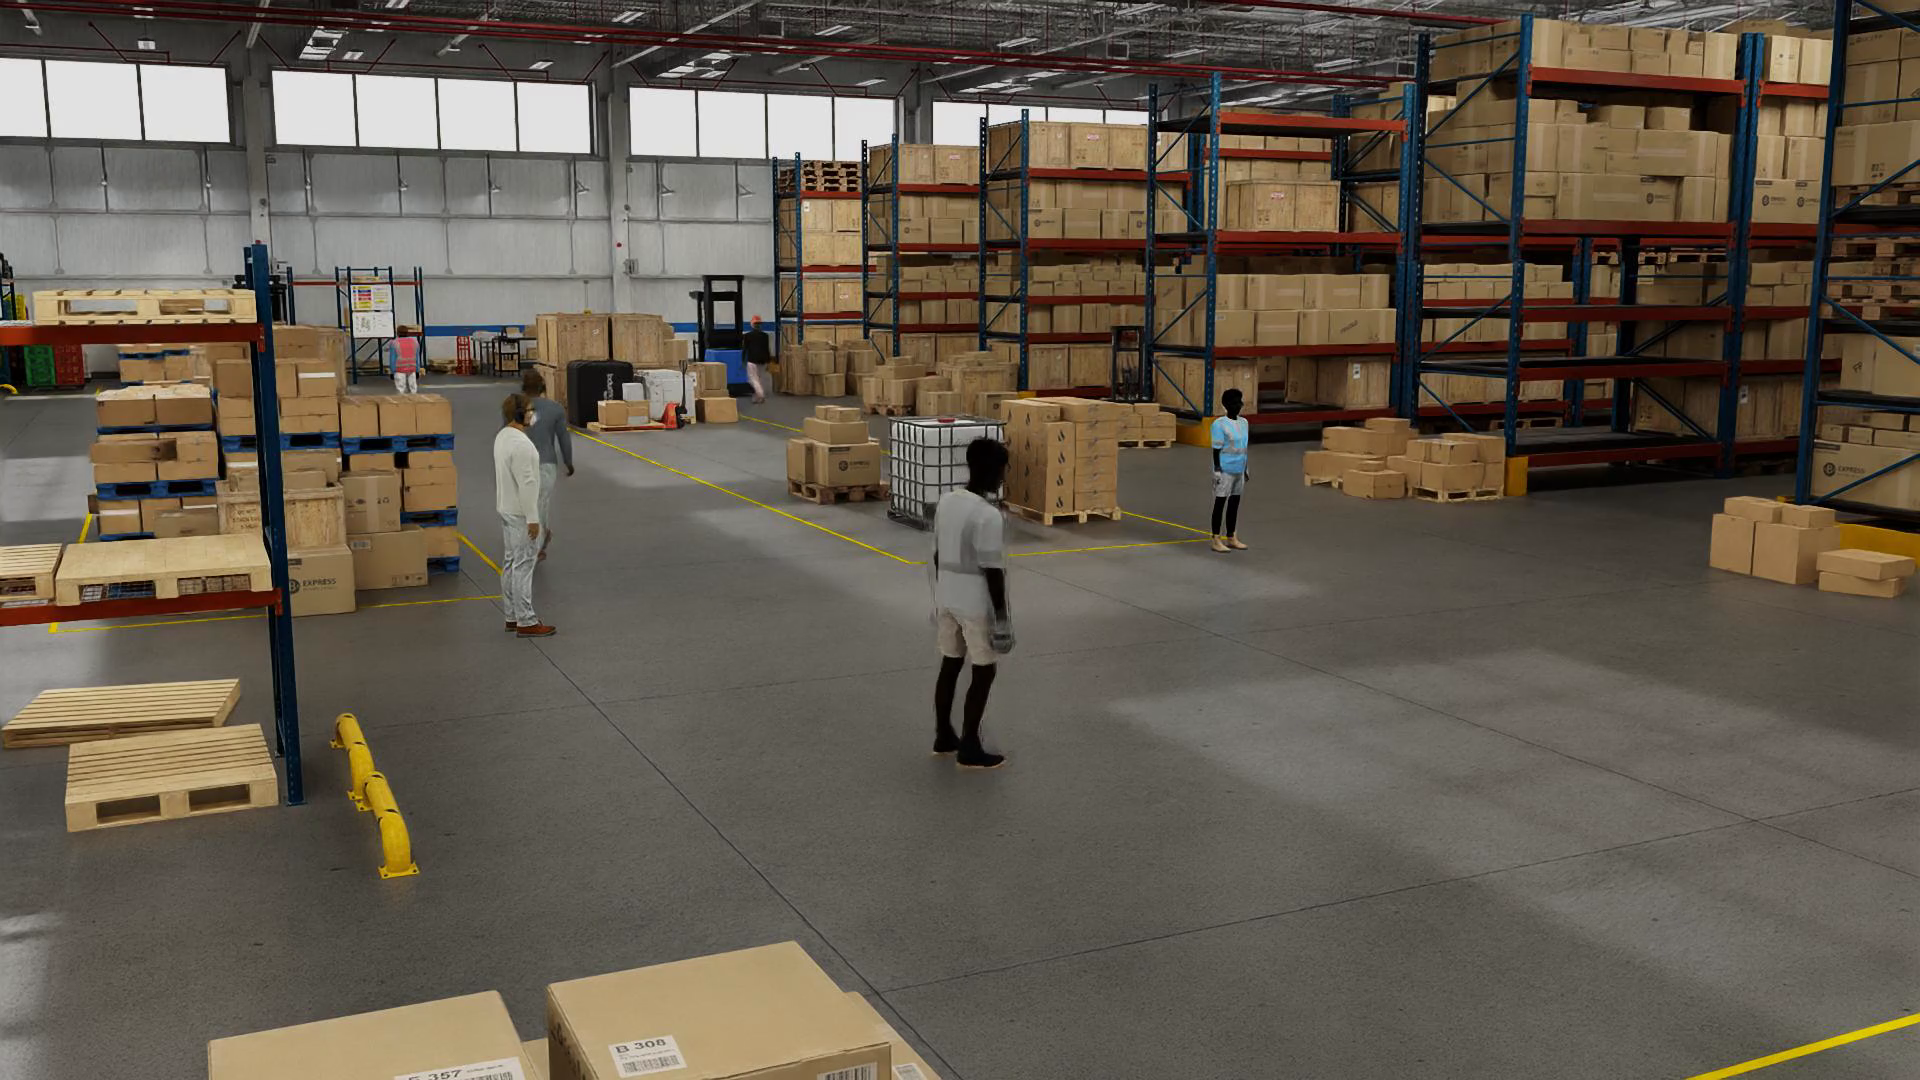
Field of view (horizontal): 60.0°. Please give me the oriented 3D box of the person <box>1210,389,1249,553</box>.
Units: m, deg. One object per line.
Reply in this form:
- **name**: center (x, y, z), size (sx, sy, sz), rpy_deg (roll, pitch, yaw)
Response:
- **person**: center (2.799, -0.718, 17.205), size (0.540, 1.696, 0.316), rpy_deg (-8, 12, -41)

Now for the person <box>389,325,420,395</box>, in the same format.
- **person**: center (-11.056, -3.351, 33.092), size (0.635, 1.842, 0.429), rpy_deg (-9, 13, -43)

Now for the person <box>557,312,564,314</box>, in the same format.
- **person**: center (-9.675, -4.540, 40.213), size (0.403, 1.926, 0.597), rpy_deg (-1, 9, -3)

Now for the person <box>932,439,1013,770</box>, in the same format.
- **person**: center (0.049, 0.373, 9.710), size (0.376, 1.936, 0.702), rpy_deg (-6, 11, -32)

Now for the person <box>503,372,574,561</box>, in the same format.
- **person**: center (-4.275, -0.766, 16.926), size (0.640, 1.884, 1.029), rpy_deg (1, 9, 4)

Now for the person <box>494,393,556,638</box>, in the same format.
- **person**: center (-3.484, -0.196, 13.215), size (0.372, 1.940, 0.631), rpy_deg (-6, 11, -31)

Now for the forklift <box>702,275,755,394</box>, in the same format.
- **forklift**: center (-5.556, -4.858, 39.226), size (1.129, 2.768, 1.873), rpy_deg (-4, 10, -25)

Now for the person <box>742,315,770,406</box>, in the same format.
- **person**: center (-4.360, -3.860, 35.824), size (0.610, 1.979, 0.726), rpy_deg (-6, 11, -34)

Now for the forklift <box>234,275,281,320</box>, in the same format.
- **forklift**: center (-15.632, -4.532, 37.205), size (1.129, 2.768, 1.873), rpy_deg (-4, 10, -25)

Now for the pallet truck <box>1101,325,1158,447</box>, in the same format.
- **pallet truck**: center (2.881, -2.596, 27.923), size (0.823, 1.965, 1.885), rpy_deg (-1, 9, -7)
